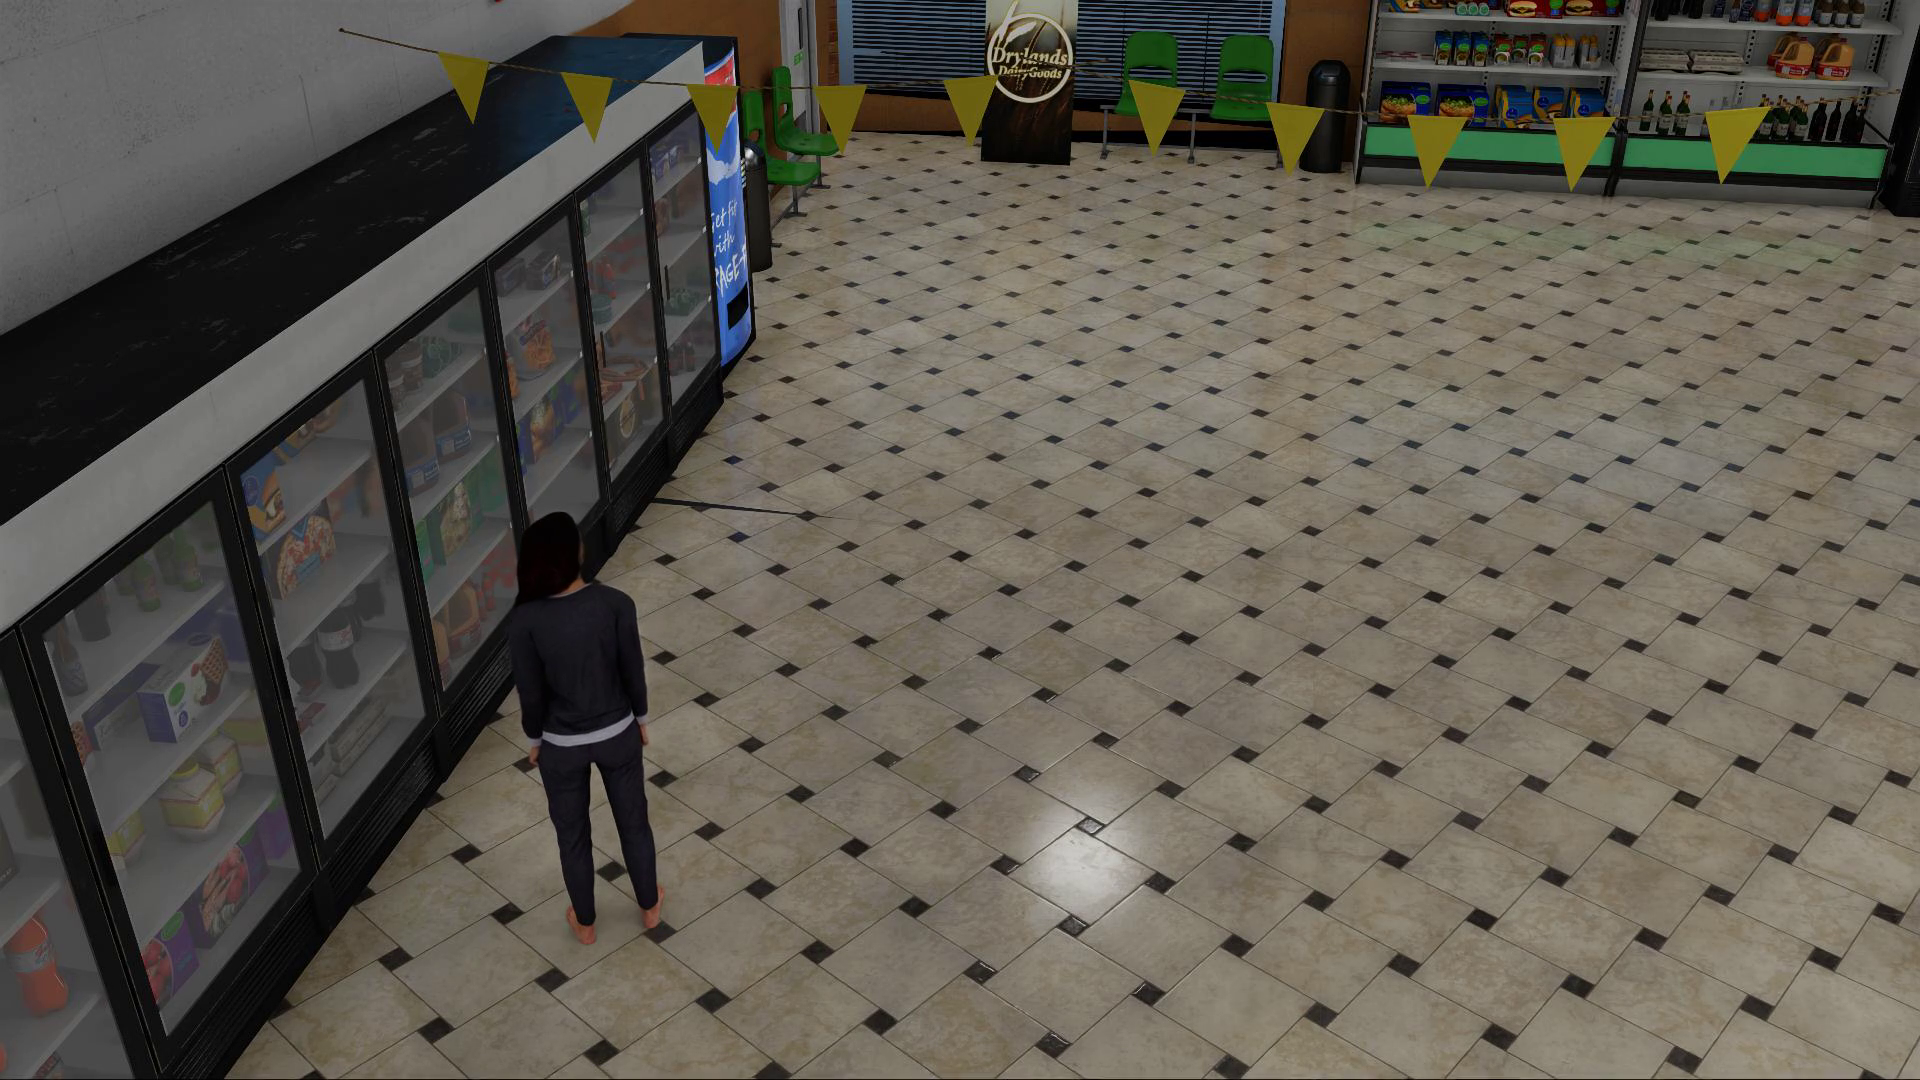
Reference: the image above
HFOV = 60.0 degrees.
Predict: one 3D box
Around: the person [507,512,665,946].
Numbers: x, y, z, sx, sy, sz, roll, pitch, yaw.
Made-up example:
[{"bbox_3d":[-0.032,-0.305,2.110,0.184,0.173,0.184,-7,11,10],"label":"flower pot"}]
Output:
[{"bbox_3d":[-1.348,0.701,6.039,0.617,1.770,0.743,-9,30,-17],"label":"person"}]
